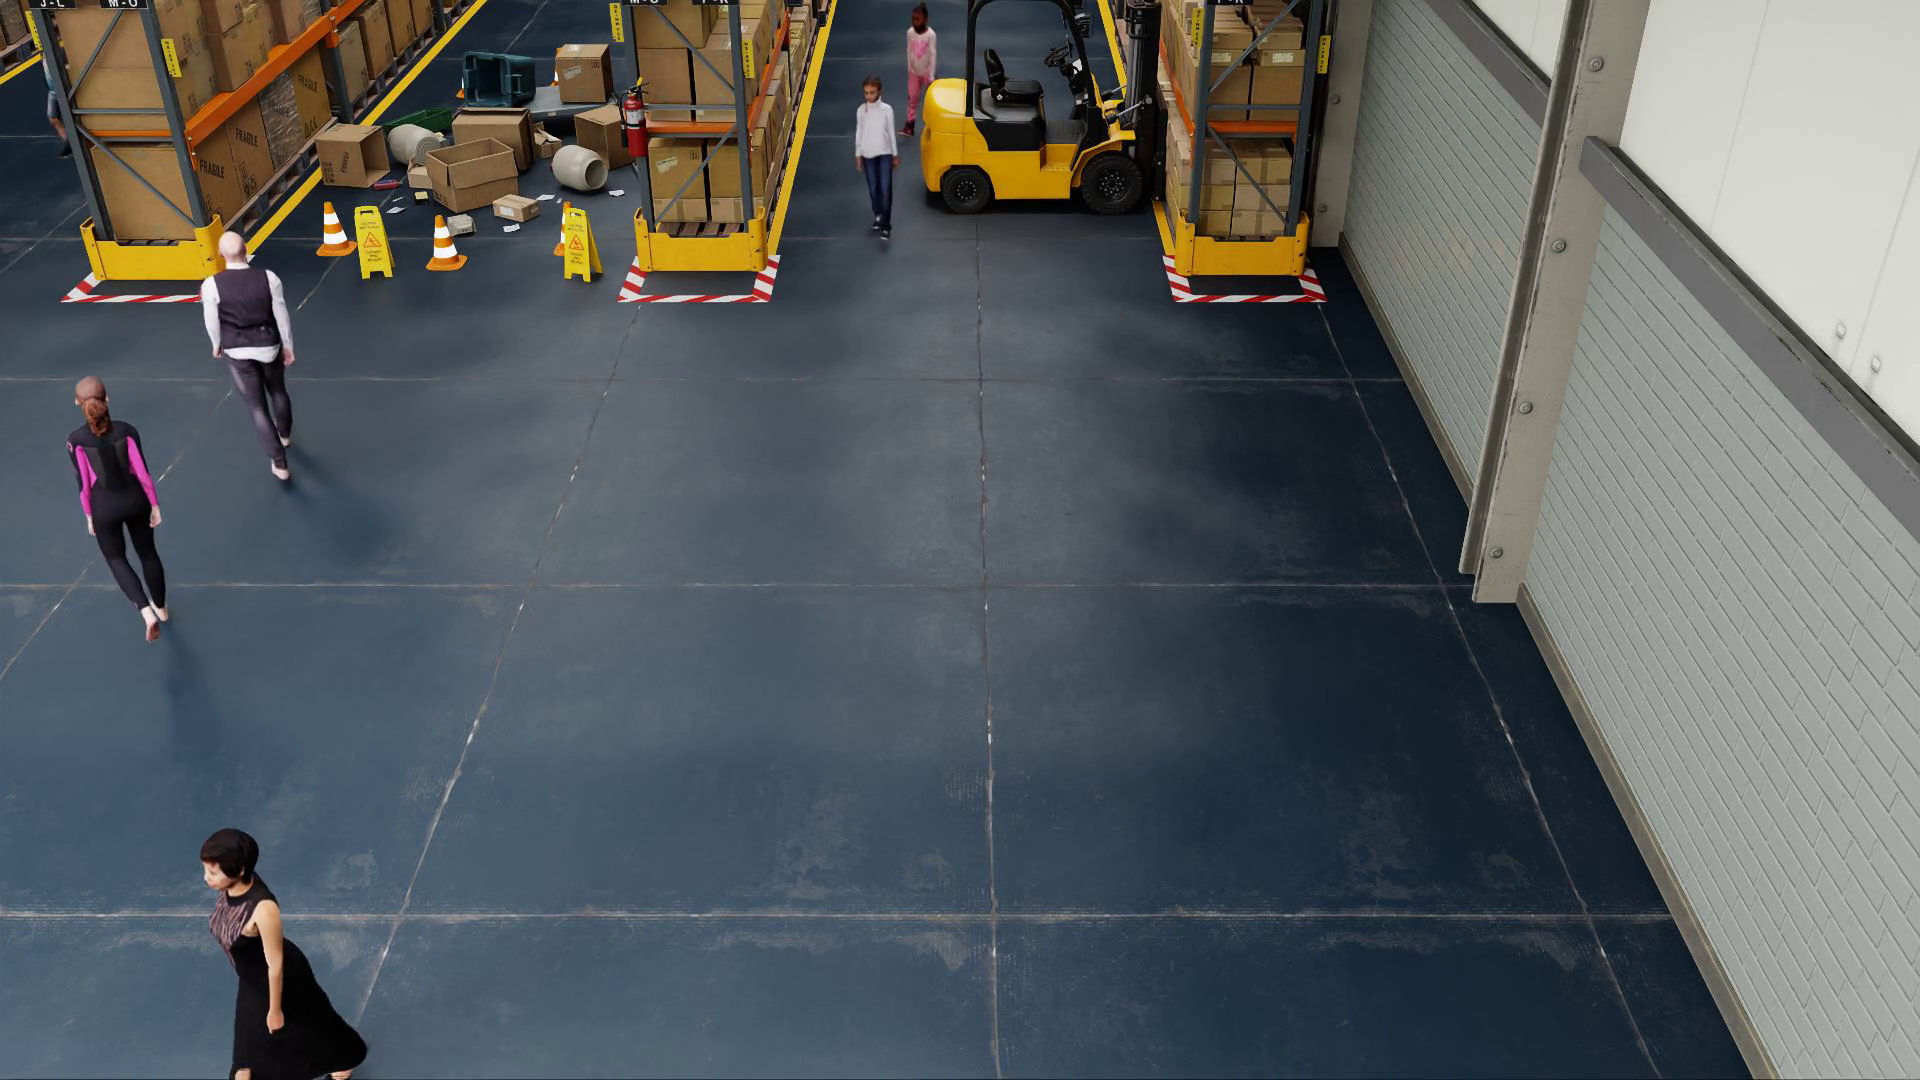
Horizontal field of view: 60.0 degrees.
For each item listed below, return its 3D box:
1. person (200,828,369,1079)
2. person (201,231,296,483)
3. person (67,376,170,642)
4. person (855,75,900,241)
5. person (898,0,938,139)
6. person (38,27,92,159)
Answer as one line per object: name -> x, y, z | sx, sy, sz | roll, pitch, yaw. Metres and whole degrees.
person -> -2.830, 1.819, 7.057 | 0.976, 1.563, 1.078 | 24, 39, 32
person -> -4.975, -1.259, 11.727 | 1.070, 1.785, 1.216 | -19, 37, -27
person -> -5.037, -0.142, 10.011 | 0.865, 1.728, 0.992 | -20, 37, -29
person -> -0.770, -3.671, 15.795 | 0.642, 1.526, 0.993 | 4, 32, 6
person -> -0.372, -5.156, 18.255 | 0.822, 1.412, 1.045 | 14, 35, 21
person -> -9.477, -4.785, 17.642 | 0.637, 1.439, 0.674 | 11, 34, 17
